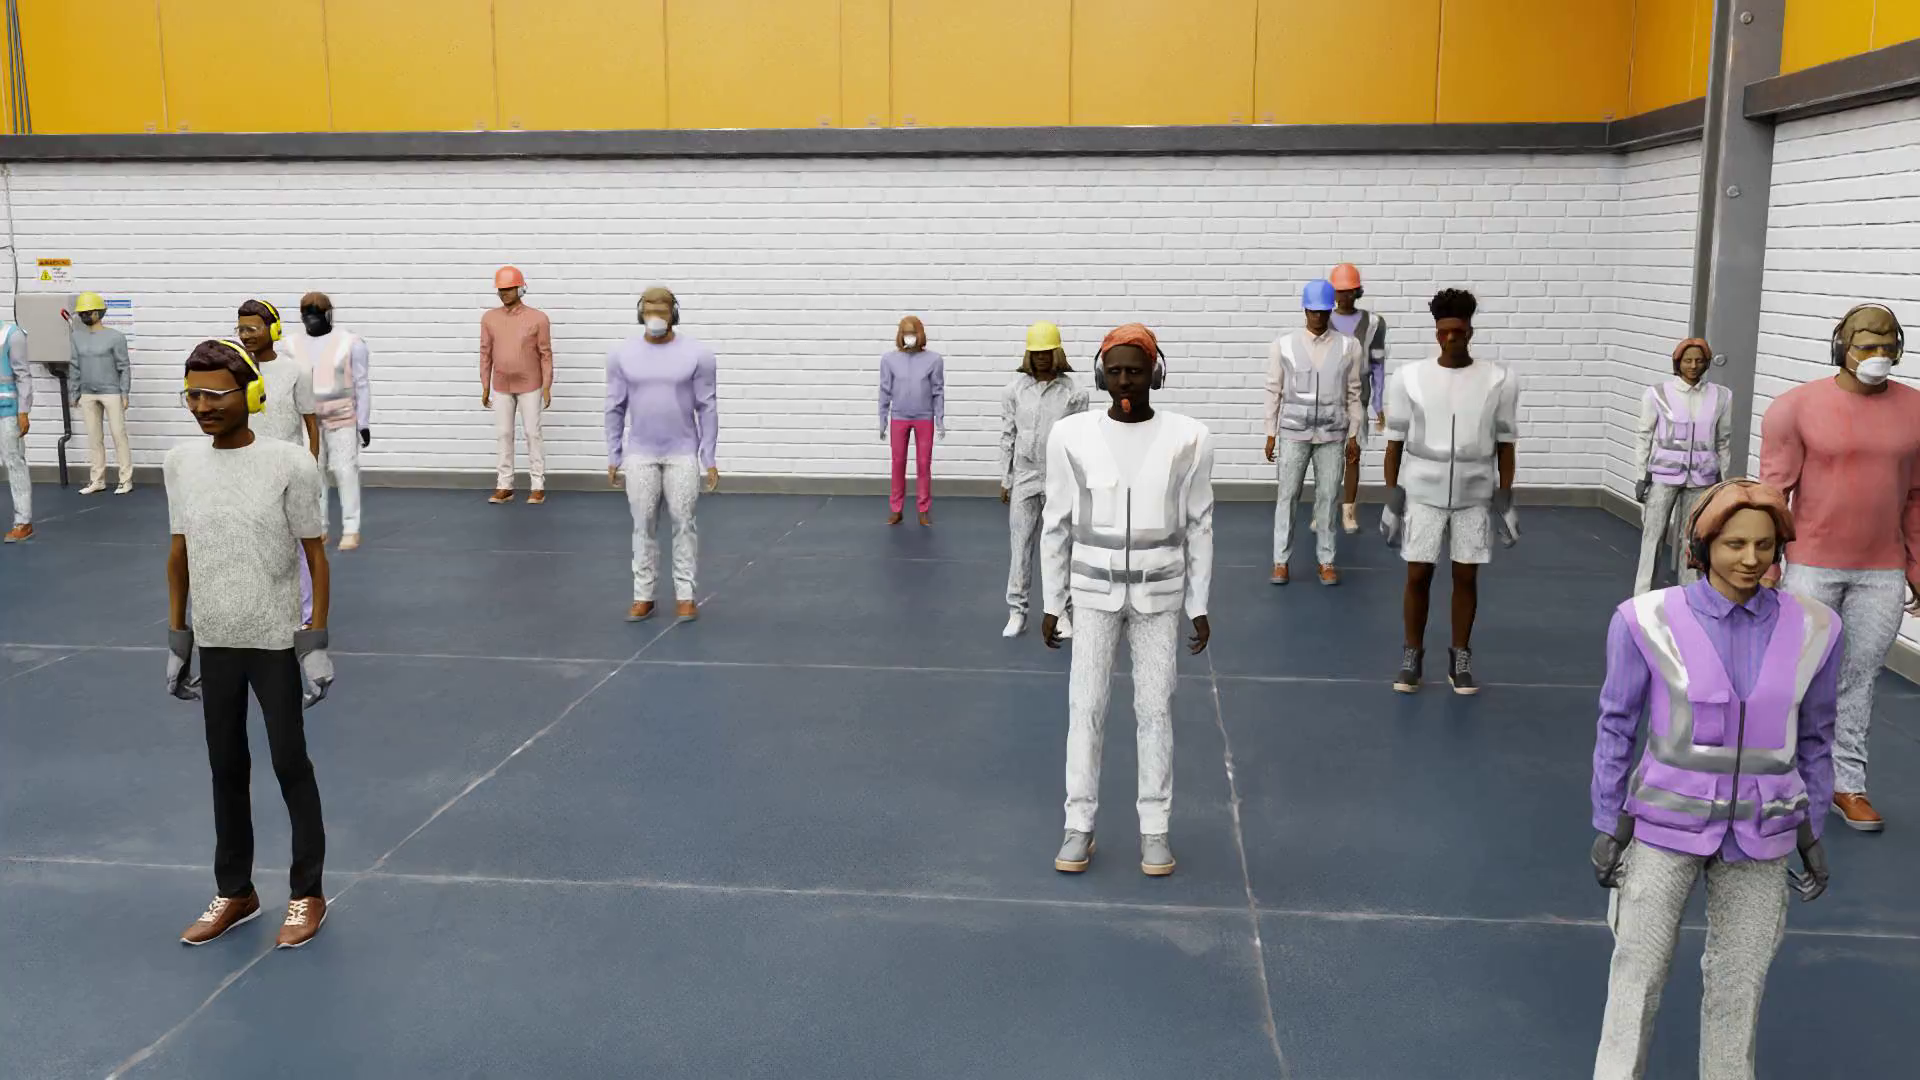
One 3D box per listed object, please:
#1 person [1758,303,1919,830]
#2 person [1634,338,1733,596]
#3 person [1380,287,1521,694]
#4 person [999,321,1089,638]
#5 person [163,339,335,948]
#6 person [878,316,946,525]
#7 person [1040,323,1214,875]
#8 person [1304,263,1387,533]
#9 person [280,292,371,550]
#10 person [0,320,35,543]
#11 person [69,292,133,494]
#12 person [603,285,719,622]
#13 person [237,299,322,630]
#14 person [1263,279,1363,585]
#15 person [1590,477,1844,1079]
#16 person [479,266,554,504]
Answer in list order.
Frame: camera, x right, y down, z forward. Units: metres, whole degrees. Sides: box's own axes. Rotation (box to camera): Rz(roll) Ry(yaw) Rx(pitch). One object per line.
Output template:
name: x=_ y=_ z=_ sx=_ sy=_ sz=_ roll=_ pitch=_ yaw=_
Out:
person: x=3.229 y=0.107 z=6.094 sx=0.635 sy=1.936 sz=0.356 roll=1 pitch=10 yaw=6
person: x=4.085 y=-0.325 z=9.421 sx=0.522 sy=1.638 sz=0.310 roll=1 pitch=10 yaw=6
person: x=2.343 y=-0.214 z=7.939 sx=0.658 sy=1.952 sz=0.428 roll=2 pitch=10 yaw=14
person: x=0.458 y=-0.320 z=9.097 sx=0.492 sy=1.742 sz=0.319 roll=1 pitch=10 yaw=6
person: x=-2.172 y=0.323 z=5.068 sx=0.533 sy=1.864 sz=0.309 roll=1 pitch=10 yaw=6
person: x=-0.369 y=-0.912 z=12.844 sx=0.540 sy=1.620 sz=0.369 roll=0 pitch=10 yaw=1
person: x=0.564 y=0.209 z=5.662 sx=0.584 sy=1.882 sz=0.337 roll=1 pitch=10 yaw=6
person: x=2.873 y=-1.042 z=12.458 sx=0.639 sy=2.029 sz=0.478 roll=2 pitch=10 yaw=10
person: x=-4.502 y=-0.828 z=11.779 sx=0.654 sy=1.829 sz=0.433 roll=0 pitch=10 yaw=1
person: x=-7.046 y=-0.942 z=12.073 sx=0.615 sy=1.945 sz=0.404 roll=1 pitch=10 yaw=6
person: x=-7.479 y=-1.268 z=14.461 sx=0.533 sy=1.767 sz=0.325 roll=1 pitch=10 yaw=6
person: x=-1.703 y=-0.476 z=9.484 sx=0.657 sy=1.926 sz=0.402 roll=-1 pitch=10 yaw=-3
person: x=-3.668 y=-0.343 z=8.871 sx=0.533 sy=1.868 sz=0.310 roll=1 pitch=10 yaw=6
person: x=2.234 y=-0.674 z=10.545 sx=0.615 sy=1.943 sz=0.409 roll=1 pitch=10 yaw=6
person: x=1.675 y=0.671 z=3.724 sx=0.522 sy=1.636 sz=0.310 roll=1 pitch=10 yaw=6
person: x=-3.720 y=-1.289 z=13.922 sx=0.622 sy=1.992 sz=0.396 roll=1 pitch=10 yaw=6
